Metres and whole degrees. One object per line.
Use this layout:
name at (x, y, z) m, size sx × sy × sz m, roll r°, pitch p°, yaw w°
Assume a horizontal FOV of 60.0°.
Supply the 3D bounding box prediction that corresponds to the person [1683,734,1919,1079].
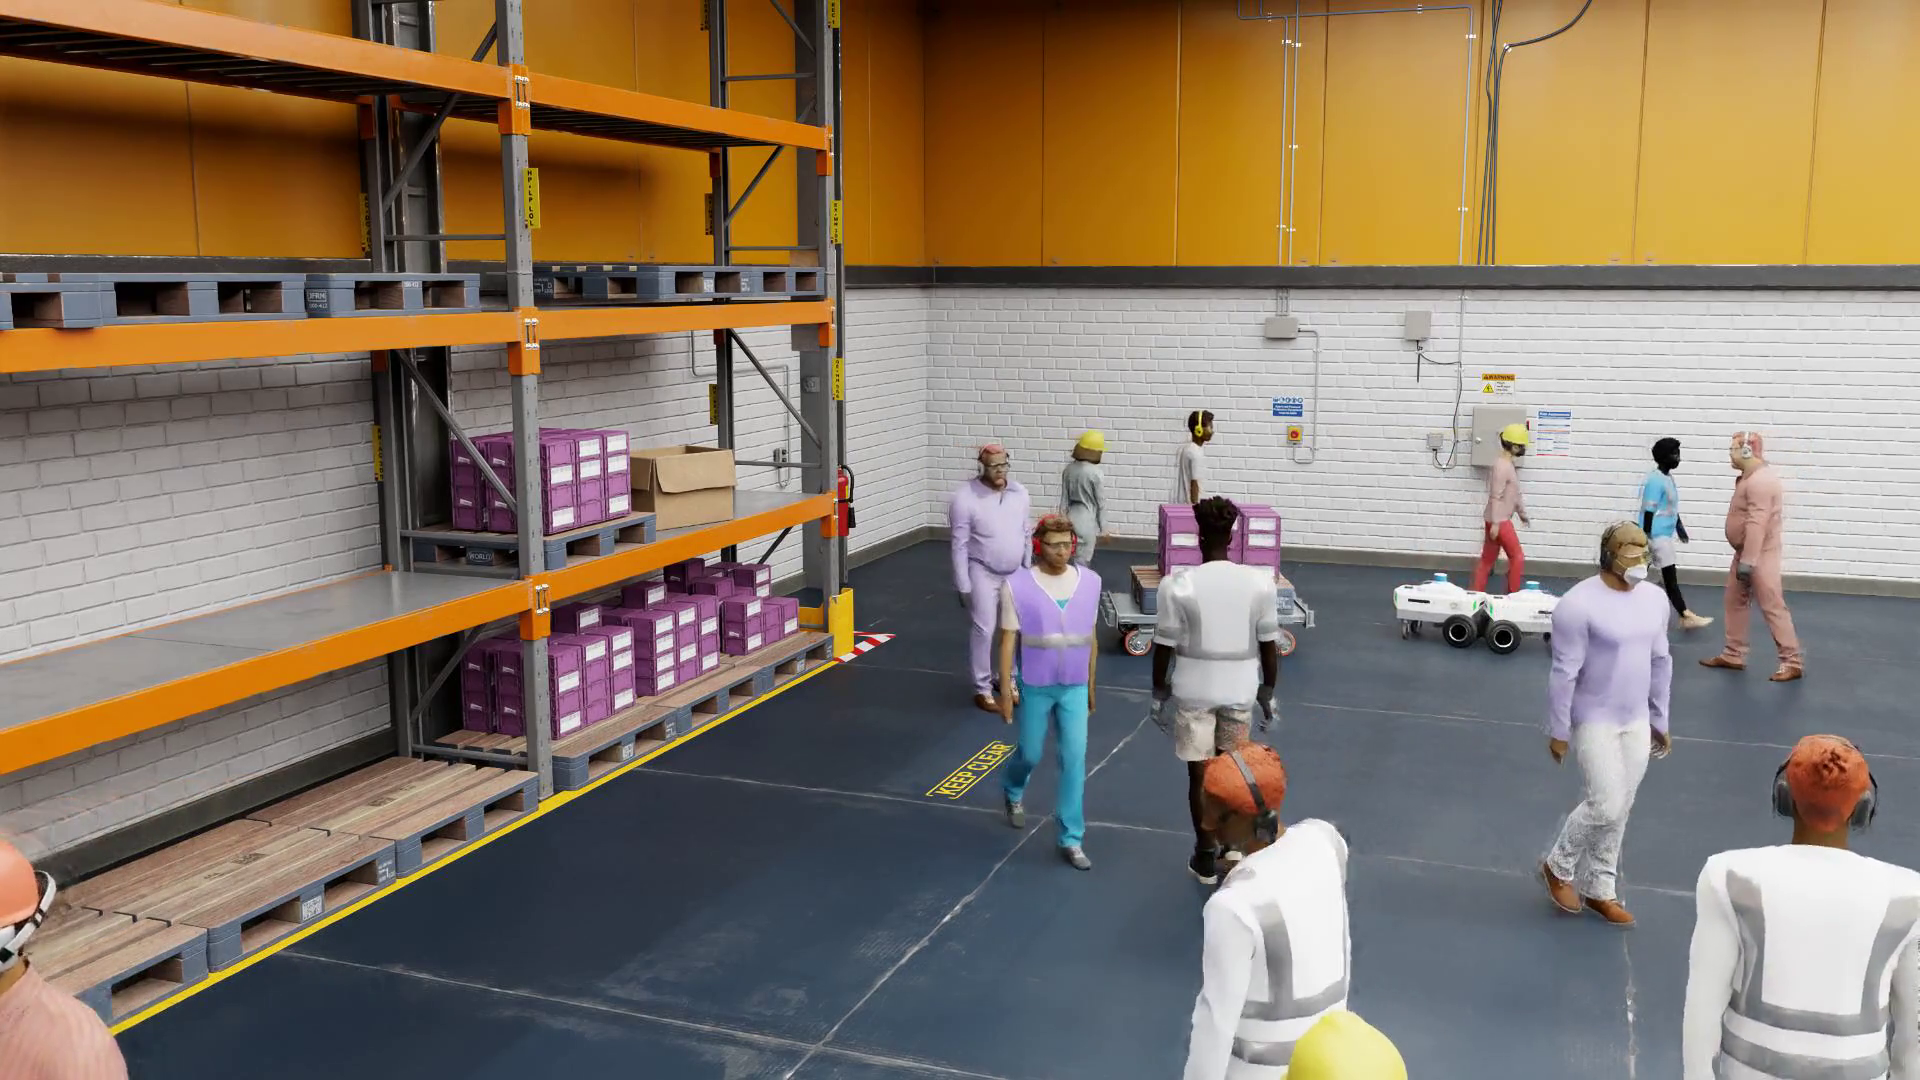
person at (2.233, 1.409, 4.425) m, size 0.595 × 1.855 × 0.725 m, roll 4°, pitch 10°, yaw 22°

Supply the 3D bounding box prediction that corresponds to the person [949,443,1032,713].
person at (0.258, 0.268, 11.518) m, size 0.671 × 1.882 × 0.481 m, roll -5°, pitch 10°, yaw -29°

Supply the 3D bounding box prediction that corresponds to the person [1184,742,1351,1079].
person at (0.838, 1.426, 4.376) m, size 0.676 × 1.854 × 0.389 m, roll -8°, pitch 12°, yaw -42°

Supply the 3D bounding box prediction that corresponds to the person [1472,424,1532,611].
person at (4.880, -0.161, 14.700) m, size 0.724 × 1.728 × 0.540 m, roll 3°, pitch 10°, yaw 19°

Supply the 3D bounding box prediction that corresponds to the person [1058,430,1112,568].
person at (1.072, -0.101, 14.377) m, size 0.479 × 1.714 × 0.520 m, roll -6°, pitch 11°, yaw -34°

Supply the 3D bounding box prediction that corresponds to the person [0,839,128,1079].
person at (-1.963, 1.546, 3.262) m, size 0.649 × 1.954 × 0.925 m, roll 7°, pitch 11°, yaw 36°

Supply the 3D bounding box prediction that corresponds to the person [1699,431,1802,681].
person at (6.078, 0.115, 12.591) m, size 0.698 × 1.868 × 0.663 m, roll 3°, pitch 10°, yaw 18°

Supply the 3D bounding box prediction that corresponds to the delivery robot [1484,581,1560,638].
delivery robot at (4.618, 0.578, 13.443) m, size 0.707 × 0.478 × 0.477 m, roll 2°, pitch 9°, yaw 11°

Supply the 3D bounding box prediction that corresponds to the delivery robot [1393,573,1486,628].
delivery robot at (3.976, 0.521, 13.803) m, size 0.707 × 0.478 × 0.477 m, roll 5°, pitch 10°, yaw 31°

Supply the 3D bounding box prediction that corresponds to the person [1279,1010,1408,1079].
person at (0.662, 1.692, 2.956) m, size 0.525 × 1.769 × 0.313 m, roll -4°, pitch 10°, yaw -24°

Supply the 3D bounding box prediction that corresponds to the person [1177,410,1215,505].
person at (2.028, -0.245, 14.876) m, size 0.611 × 1.851 × 0.515 m, roll 1°, pitch 9°, yaw 4°

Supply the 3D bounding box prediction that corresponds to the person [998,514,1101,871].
person at (0.455, 0.748, 8.747) m, size 0.574 × 1.814 × 0.842 m, roll -3°, pitch 10°, yaw -19°

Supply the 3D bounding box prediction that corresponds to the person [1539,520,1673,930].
person at (3.031, 0.858, 7.717) m, size 0.628 × 1.926 × 0.427 m, roll -4°, pitch 10°, yaw -26°

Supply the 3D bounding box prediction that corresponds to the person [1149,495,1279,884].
person at (1.258, 0.747, 8.300) m, size 0.635 × 1.950 × 0.423 m, roll -1°, pitch 9°, yaw -9°

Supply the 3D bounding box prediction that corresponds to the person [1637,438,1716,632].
person at (6.031, -0.047, 14.207) m, size 0.878 × 1.651 × 0.552 m, roll 5°, pitch 10°, yaw 28°
